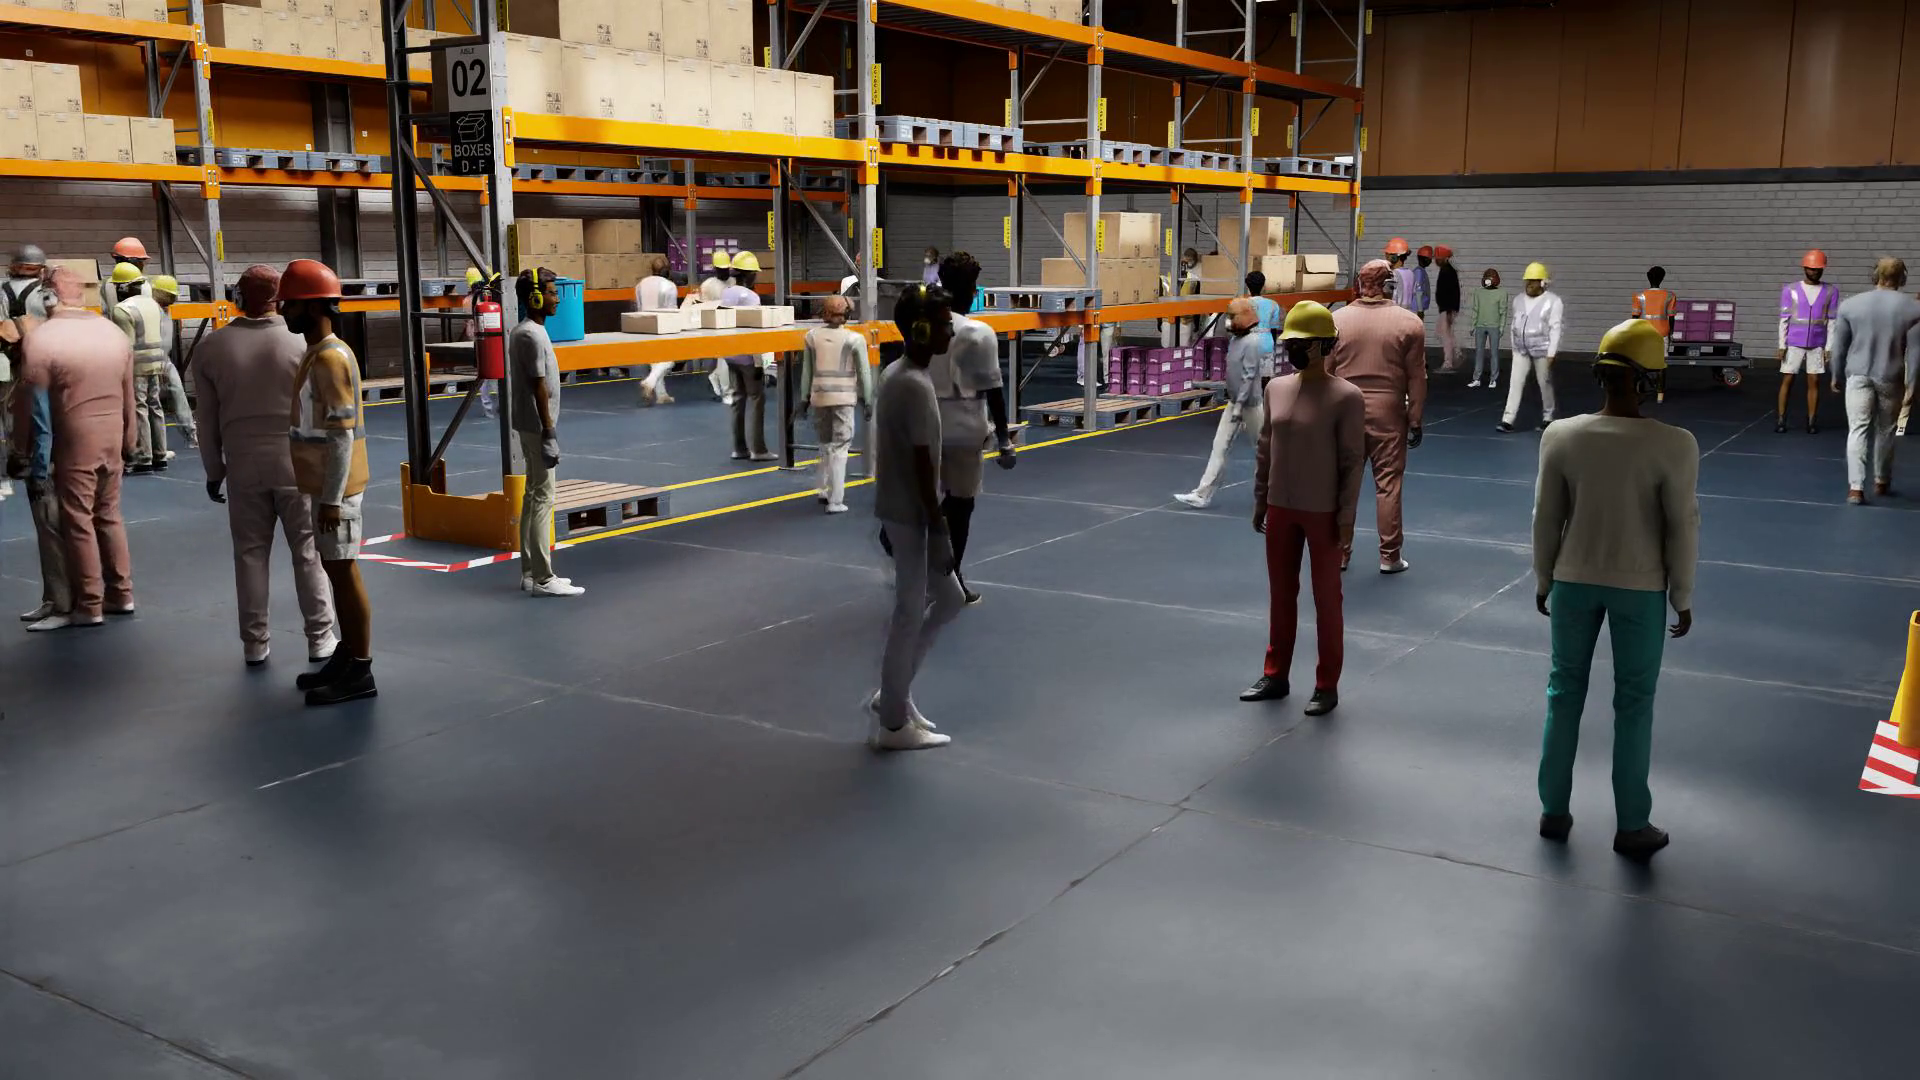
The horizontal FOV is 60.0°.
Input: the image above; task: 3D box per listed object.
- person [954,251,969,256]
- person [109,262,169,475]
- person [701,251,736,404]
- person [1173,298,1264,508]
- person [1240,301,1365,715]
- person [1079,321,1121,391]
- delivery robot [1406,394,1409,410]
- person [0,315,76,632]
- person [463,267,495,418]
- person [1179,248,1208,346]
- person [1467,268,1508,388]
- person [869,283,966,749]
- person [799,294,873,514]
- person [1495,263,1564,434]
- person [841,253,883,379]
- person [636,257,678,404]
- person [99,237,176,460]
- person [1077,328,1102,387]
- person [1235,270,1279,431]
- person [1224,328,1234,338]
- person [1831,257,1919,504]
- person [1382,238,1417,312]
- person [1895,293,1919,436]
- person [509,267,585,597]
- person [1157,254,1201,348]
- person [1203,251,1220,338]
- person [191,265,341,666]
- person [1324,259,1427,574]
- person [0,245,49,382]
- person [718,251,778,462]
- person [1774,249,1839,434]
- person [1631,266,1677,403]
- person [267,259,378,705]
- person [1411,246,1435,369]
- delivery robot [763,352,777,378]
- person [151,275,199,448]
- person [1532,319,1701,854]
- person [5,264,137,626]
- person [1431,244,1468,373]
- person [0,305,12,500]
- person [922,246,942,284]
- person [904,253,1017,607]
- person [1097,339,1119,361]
[{"bbox_3d":[-0.012,-3.042,22.986,0.401,1.857,0.542,-6,12,-31],"label":"person"},{"bbox_3d":[-7.117,-1.473,14.376,0.404,1.828,0.602,1,10,4],"label":"person"},{"bbox_3d":[-2.981,-2.630,20.630,0.623,1.896,0.592,10,14,44],"label":"person"},{"bbox_3d":[2.069,-1.002,12.420,0.858,1.585,0.513,-3,11,-15],"label":"person"},{"bbox_3d":[1.477,-0.136,7.149,0.312,1.768,0.522,-10,14,-44],"label":"person"},{"bbox_3d":[1.882,-2.917,22.369,0.602,1.830,0.404,1,10,4],"label":"person"},{"bbox_3d":[4.527,-1.502,17.810,0.477,0.478,0.707,-4,11,-21],"label":"delivery robot"},{"bbox_3d":[-4.803,-0.349,8.679,0.309,1.640,0.512,-6,12,-32],"label":"person"},{"bbox_3d":[-5.365,-2.235,18.933,0.342,1.724,0.612,9,14,42],"label":"person"},{"bbox_3d":[3.584,-3.506,25.432,0.685,1.909,0.575,10,14,44],"label":"person"},{"bbox_3d":[7.263,-2.910,22.882,0.497,1.633,0.285,8,13,39],"label":"person"},{"bbox_3d":[-0.161,-0.073,6.546,0.422,1.853,0.538,-1,10,-5],"label":"person"},{"bbox_3d":[-0.904,-1.012,12.378,0.552,1.618,0.505,4,11,22],"label":"person"},{"bbox_3d":[6.019,-2.004,17.454,0.925,1.783,0.613,-9,13,-40],"label":"person"},{"bbox_3d":[-1.187,-2.591,20.425,0.573,1.883,0.356,0,10,-1],"label":"person"},{"bbox_3d":[-3.729,-2.550,20.382,0.628,1.821,0.678,6,12,29],"label":"person"},{"bbox_3d":[-7.544,-1.737,15.247,0.616,2.041,0.380,5,11,25],"label":"person"},{"bbox_3d":[1.821,-3.084,23.093,0.401,1.906,0.649,0,10,-1],"label":"person"},{"bbox_3d":[3.145,-2.016,17.741,0.538,1.698,0.320,-3,11,-17],"label":"person"},{"bbox_3d":[4.380,-3.594,25.758,0.858,1.968,0.621,-4,11,-22],"label":"person"},{"bbox_3d":[7.140,-1.247,12.968,0.645,1.886,1.001,6,12,31],"label":"person"},{"bbox_3d":[5.054,-2.482,19.366,0.369,2.048,0.607,8,13,38],"label":"person"},{"bbox_3d":[9.914,-1.865,17.117,0.496,1.629,0.277,5,11,27],"label":"person"},{"bbox_3d":[-2.380,-0.609,9.481,0.326,1.872,0.518,-5,11,-26],"label":"person"},{"bbox_3d":[3.028,-3.039,23.055,0.626,1.836,0.428,0,10,2],"label":"person"},{"bbox_3d":[4.269,-3.933,27.976,0.430,1.844,0.624,3,11,18],"label":"person"},{"bbox_3d":[-3.268,-0.350,7.947,0.655,1.905,0.407,-2,10,-10],"label":"person"},{"bbox_3d":[2.508,-0.746,10.146,0.652,1.904,0.402,4,11,22],"label":"person"},{"bbox_3d":[-8.385,-1.703,15.067,0.673,2.000,0.976,1,10,8],"label":"person"},{"bbox_3d":[-1.965,-1.677,15.268,0.415,1.922,0.601,-9,14,-42],"label":"person"},{"bbox_3d":[8.844,-2.057,17.370,0.547,1.927,0.415,3,11,17],"label":"person"},{"bbox_3d":[8.627,-2.553,20.730,0.537,1.695,0.317,2,10,13],"label":"person"},{"bbox_3d":[-2.790,-0.250,7.305,0.359,1.938,0.547,-5,11,-26],"label":"person"},{"bbox_3d":[7.283,-3.667,26.259,0.367,1.930,0.542,3,11,15],"label":"person"},{"bbox_3d":[-2.606,-2.467,23.157,0.477,0.478,0.707,-3,11,-16],"label":"delivery robot"},{"bbox_3d":[-7.568,-1.677,15.896,0.826,1.677,0.545,-1,10,-4],"label":"person"},{"bbox_3d":[2.173,0.154,5.538,0.533,1.767,0.313,8,13,39],"label":"person"},{"bbox_3d":[-4.642,-0.493,8.761,0.402,1.903,0.663,3,11,16],"label":"person"},{"bbox_3d":[7.393,-3.505,25.259,0.569,1.961,0.643,1,10,4],"label":"person"},{"bbox_3d":[-7.606,-1.282,12.893,0.447,1.984,0.656,-4,11,-22],"label":"person"},{"bbox_3d":[-0.428,-3.615,25.979,0.447,1.923,0.648,-6,12,-29],"label":"person"},{"bbox_3d":[0.003,-0.588,9.123,0.454,1.949,0.613,-10,14,-43],"label":"person"},{"bbox_3d":[2.501,-3.978,27.999,0.557,1.923,0.642,9,14,41],"label":"person"}]
